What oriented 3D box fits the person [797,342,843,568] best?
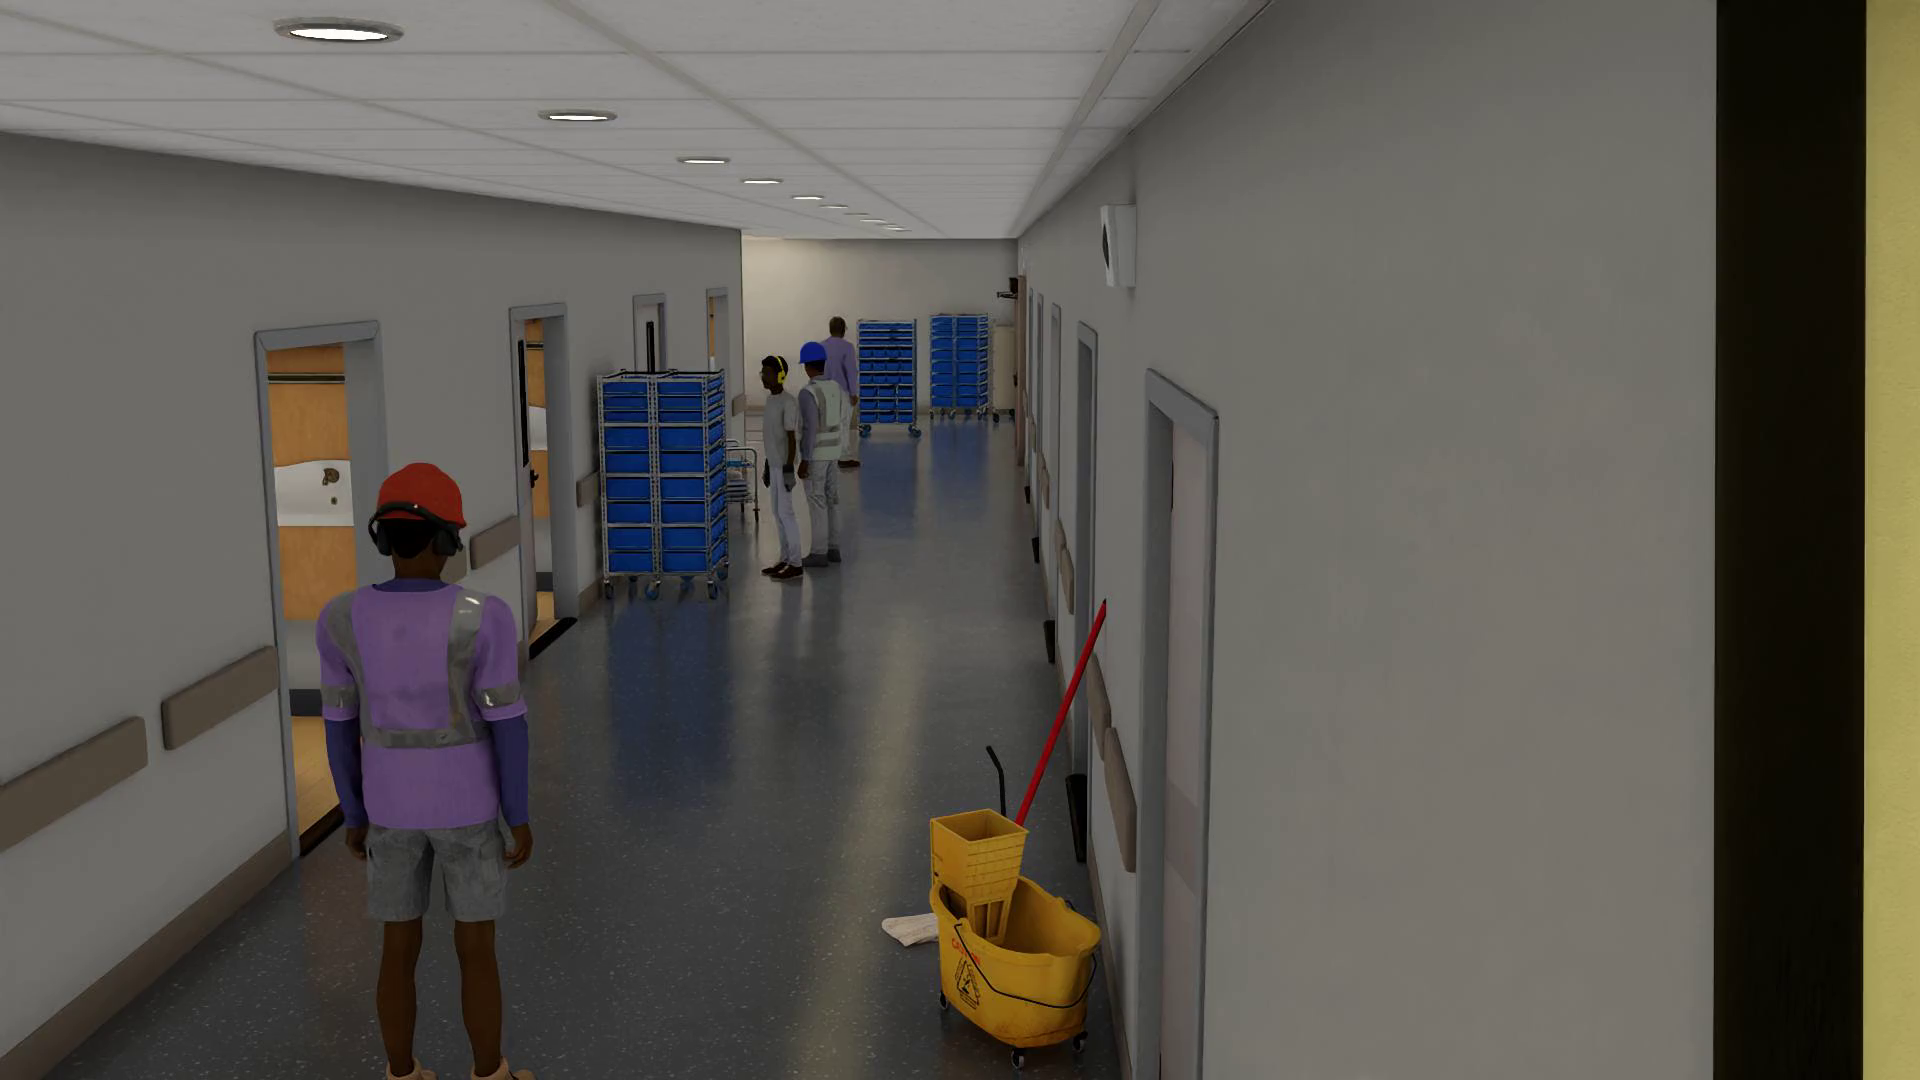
[{"bbox_3d":[-1.225,-0.735,14.361,0.392,1.941,0.618,4,10,22],"label":"person"}]

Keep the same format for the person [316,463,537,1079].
[{"bbox_3d":[-1.574,0.784,4.986,0.606,2.037,0.382,1,9,3],"label":"person"}]

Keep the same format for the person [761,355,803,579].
[{"bbox_3d":[-1.493,-0.606,13.846,0.330,1.862,0.504,-4,10,-25],"label":"person"}]

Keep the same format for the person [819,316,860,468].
[{"bbox_3d":[-1.560,-1.889,21.288,0.632,1.940,0.372,7,12,36],"label":"person"}]
